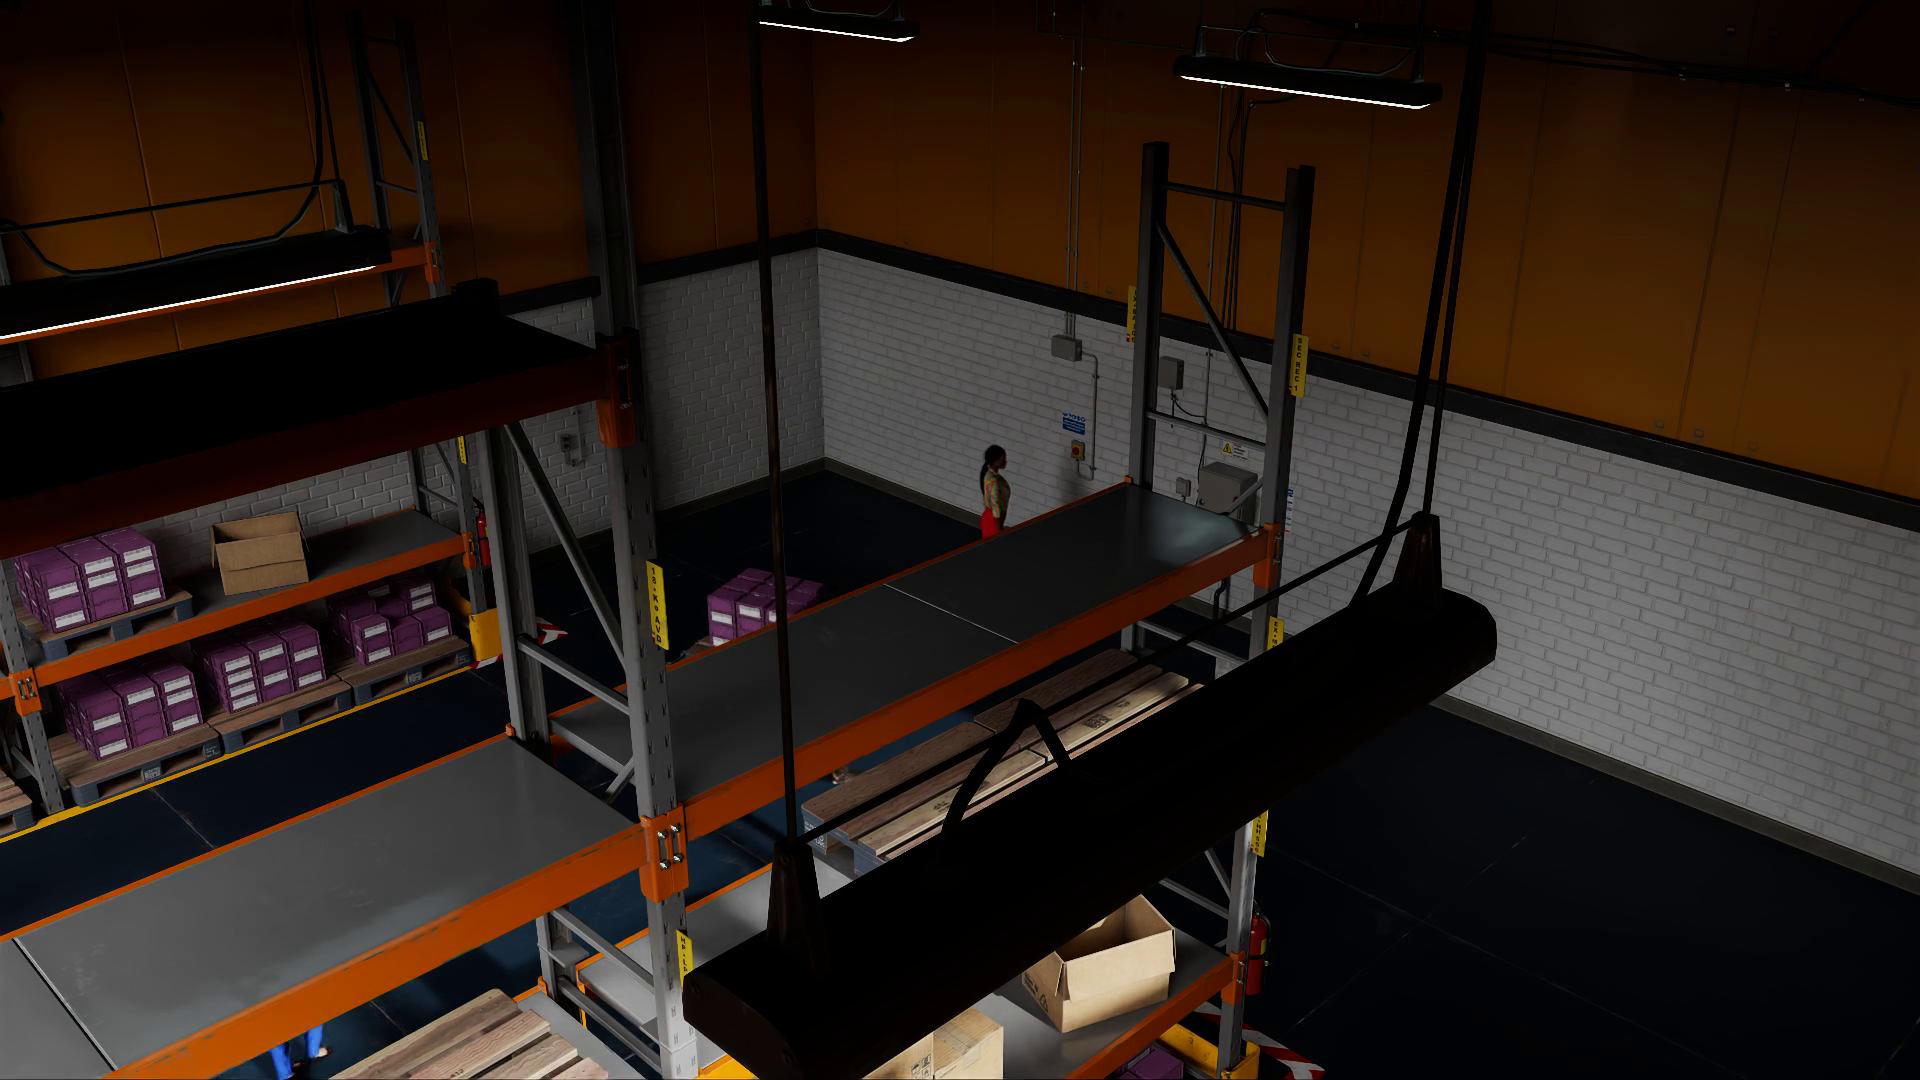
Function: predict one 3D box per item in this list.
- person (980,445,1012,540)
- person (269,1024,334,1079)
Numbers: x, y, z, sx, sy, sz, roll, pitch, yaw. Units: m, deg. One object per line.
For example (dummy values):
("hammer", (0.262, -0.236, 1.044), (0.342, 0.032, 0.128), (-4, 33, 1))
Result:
("person", (0.330, -0.117, 16.975), (0.713, 1.792, 0.689), (-4, 24, -9))
("person", (-4.353, 2.765, 10.517), (0.756, 1.685, 0.807), (3, 24, 6))
